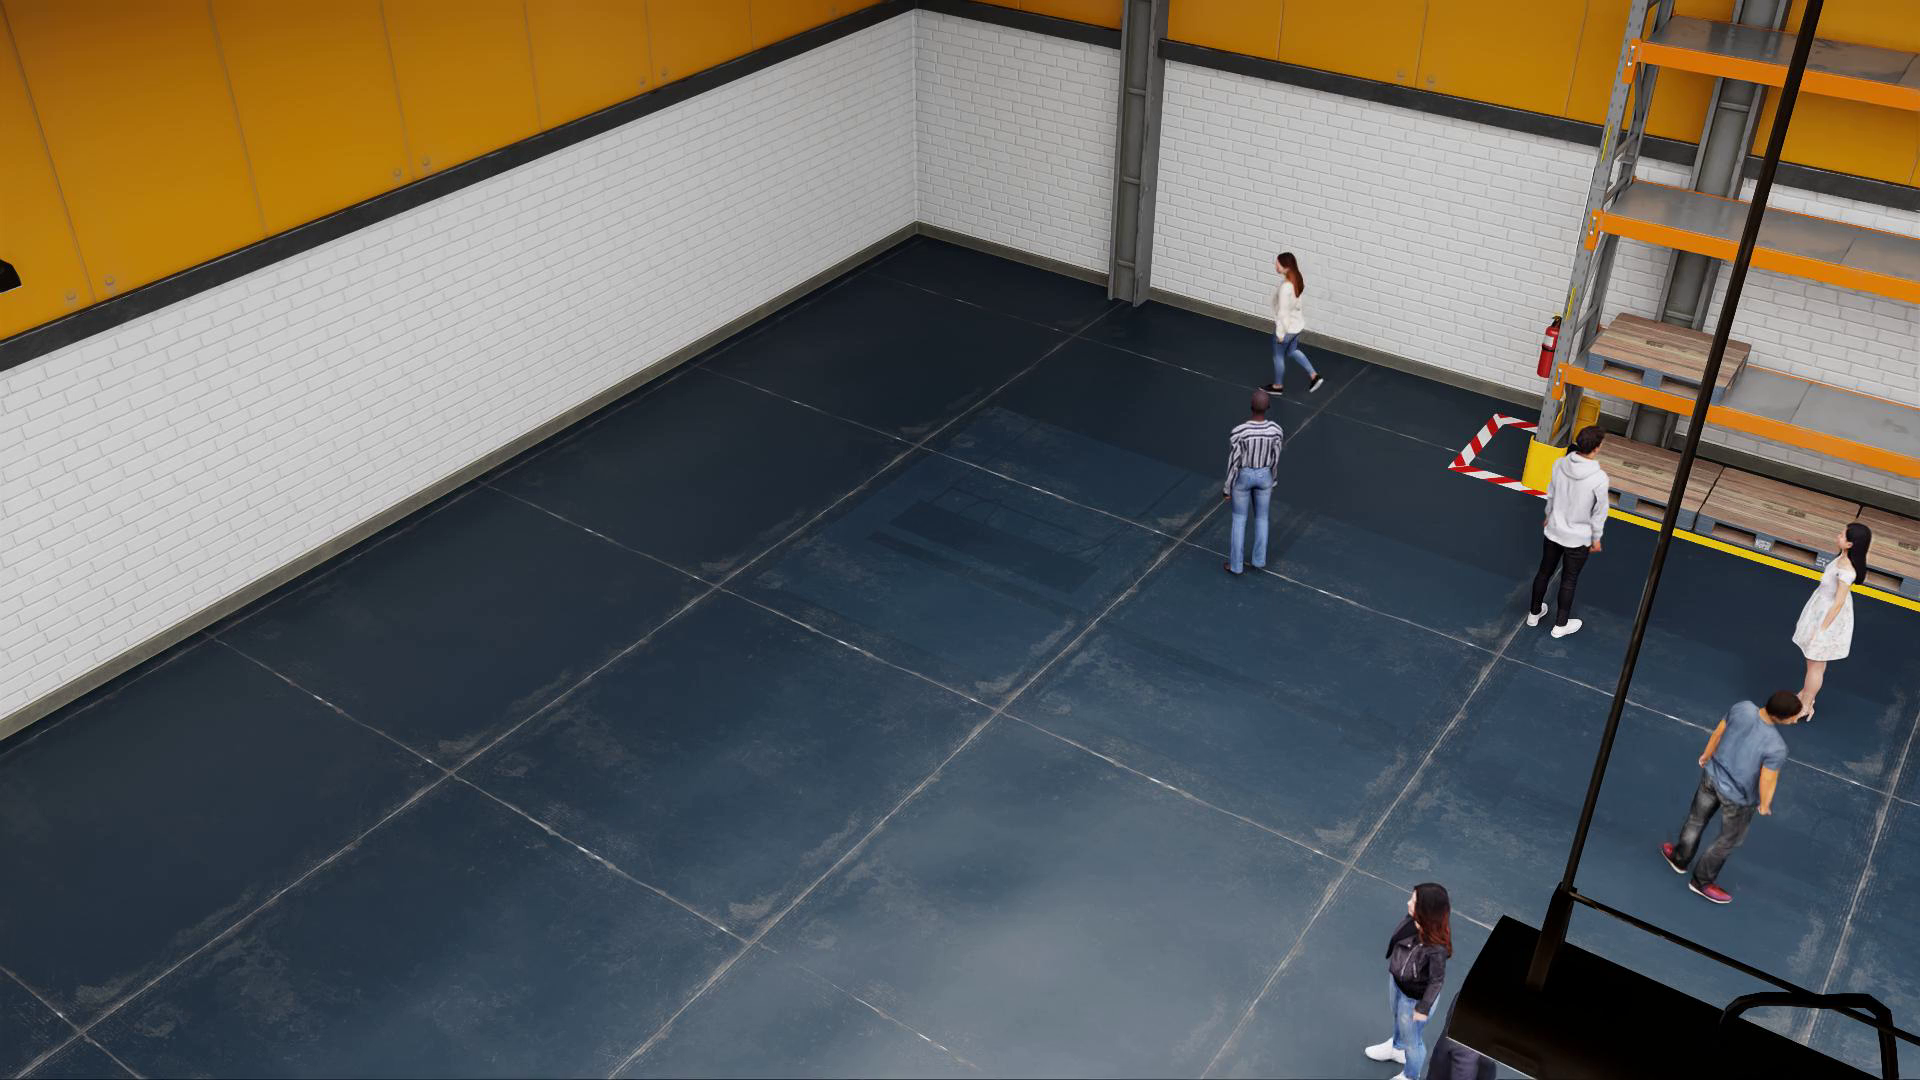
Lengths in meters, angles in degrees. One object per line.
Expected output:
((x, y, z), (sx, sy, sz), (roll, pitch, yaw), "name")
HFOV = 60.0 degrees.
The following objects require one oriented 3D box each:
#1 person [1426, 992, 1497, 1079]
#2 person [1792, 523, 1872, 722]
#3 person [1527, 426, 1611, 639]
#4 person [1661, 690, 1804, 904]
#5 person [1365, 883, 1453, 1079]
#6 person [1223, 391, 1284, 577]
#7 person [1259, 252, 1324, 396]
((2.619, 2.989, 9.089), (0.761, 1.874, 0.772), (12, 35, 17), "person")
((6.628, 0.632, 12.733), (0.628, 1.764, 0.648), (19, 38, 26), "person")
((5.002, -0.080, 13.655), (0.792, 1.930, 0.611), (-27, 42, -34), "person")
((5.146, 1.623, 11.241), (0.904, 1.766, 0.754), (-20, 39, -28), "person")
((2.684, 2.634, 9.840), (0.760, 1.634, 0.732), (-1, 34, -1), "person")
((2.521, -0.480, 14.379), (0.708, 1.794, 0.762), (-6, 34, -10), "person")
((3.427, -2.162, 17.028), (0.913, 1.663, 0.712), (21, 39, 29), "person")
